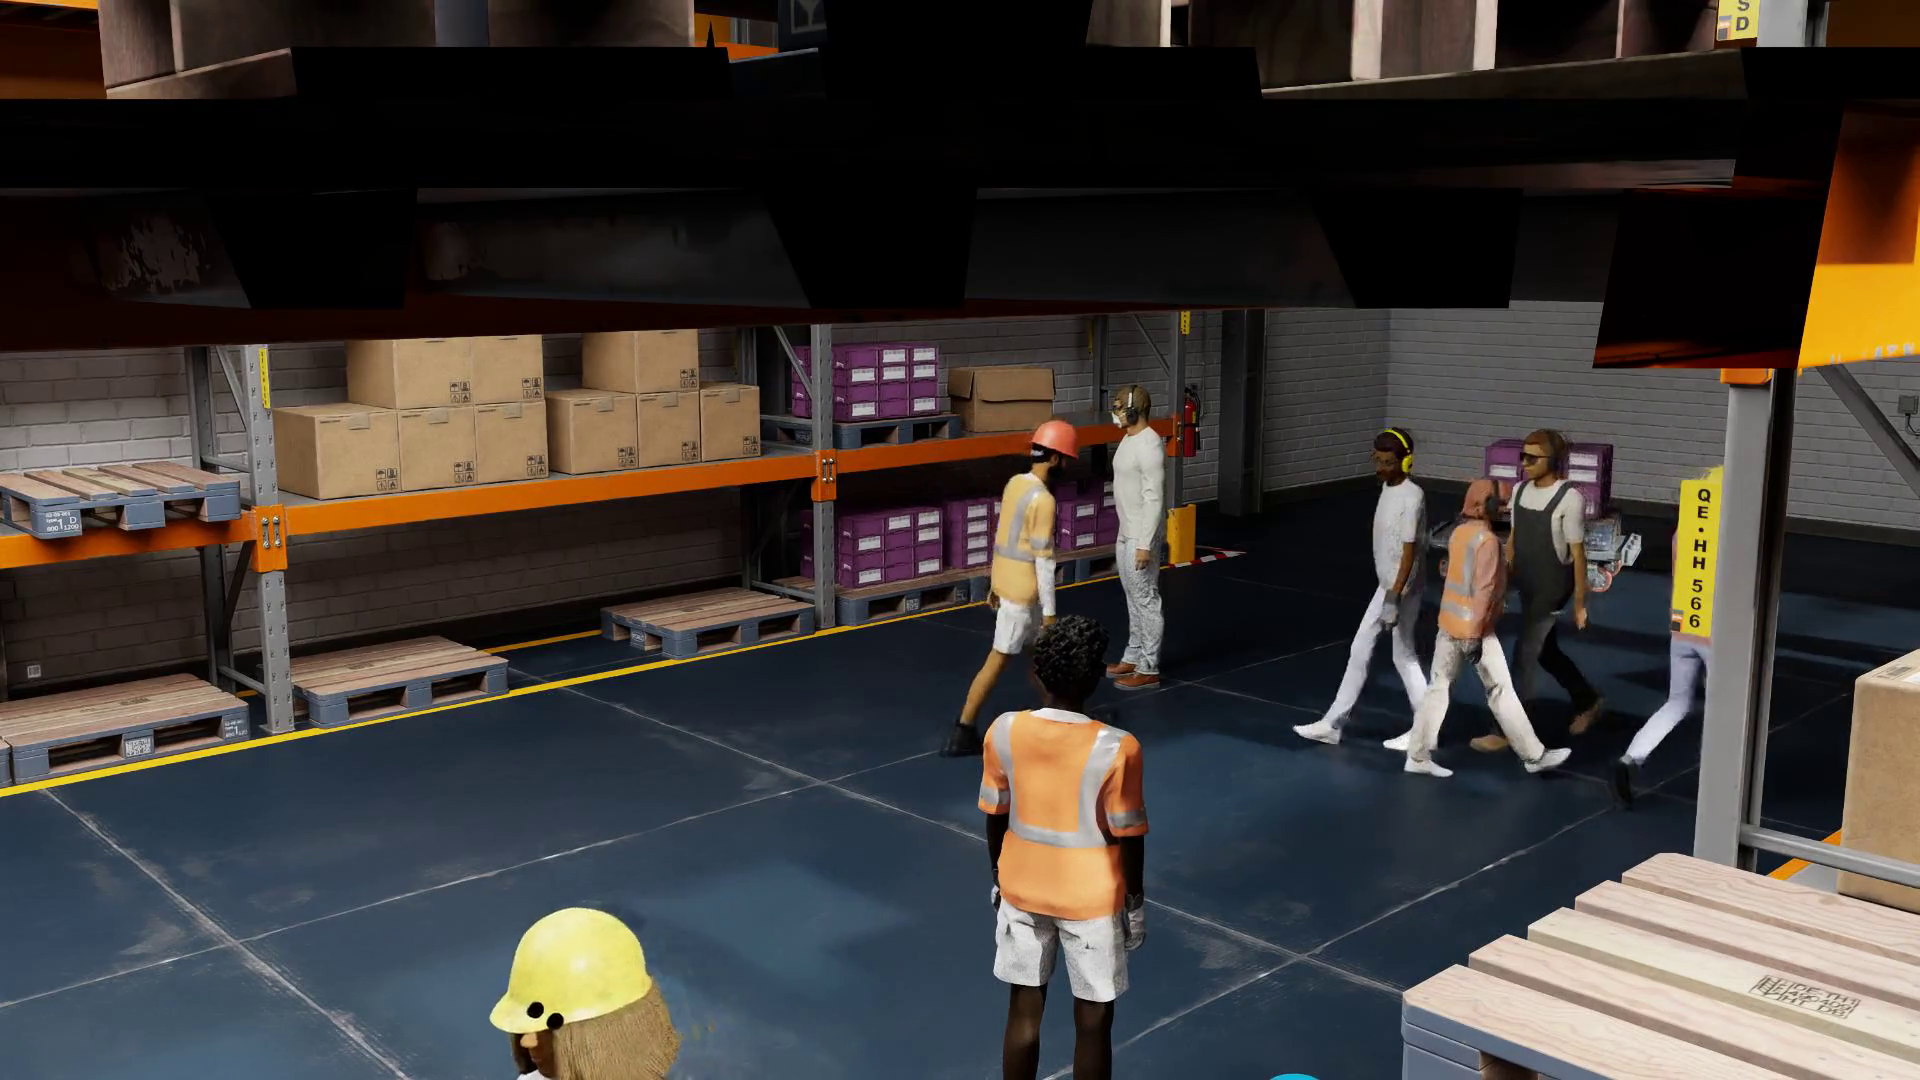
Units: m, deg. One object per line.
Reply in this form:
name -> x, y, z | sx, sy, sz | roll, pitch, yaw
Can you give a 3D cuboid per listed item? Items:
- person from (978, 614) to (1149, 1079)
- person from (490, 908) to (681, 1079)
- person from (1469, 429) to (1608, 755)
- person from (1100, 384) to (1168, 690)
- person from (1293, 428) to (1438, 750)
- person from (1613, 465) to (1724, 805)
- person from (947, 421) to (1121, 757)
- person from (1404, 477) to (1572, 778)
person -> 0.314, 1.058, 4.948 | 0.540, 1.695, 0.317 | 6, 11, 30
person -> -0.568, 1.414, 2.850 | 0.885, 1.701, 0.498 | -9, 13, -44
person -> 3.282, 0.270, 9.236 | 0.930, 1.808, 0.509 | -4, 10, -20
person -> 1.123, -0.016, 10.543 | 0.377, 1.937, 0.629 | -1, 10, -6
person -> 2.272, 0.286, 9.117 | 0.868, 1.817, 0.598 | -1, 10, -4
person -> 3.594, 0.490, 8.109 | 0.704, 1.747, 0.517 | -4, 11, -24
person -> 0.391, 0.270, 9.113 | 1.033, 1.851, 0.609 | -2, 10, -11
person -> 2.754, 0.470, 8.674 | 0.871, 1.586, 0.526 | -1, 10, -5
